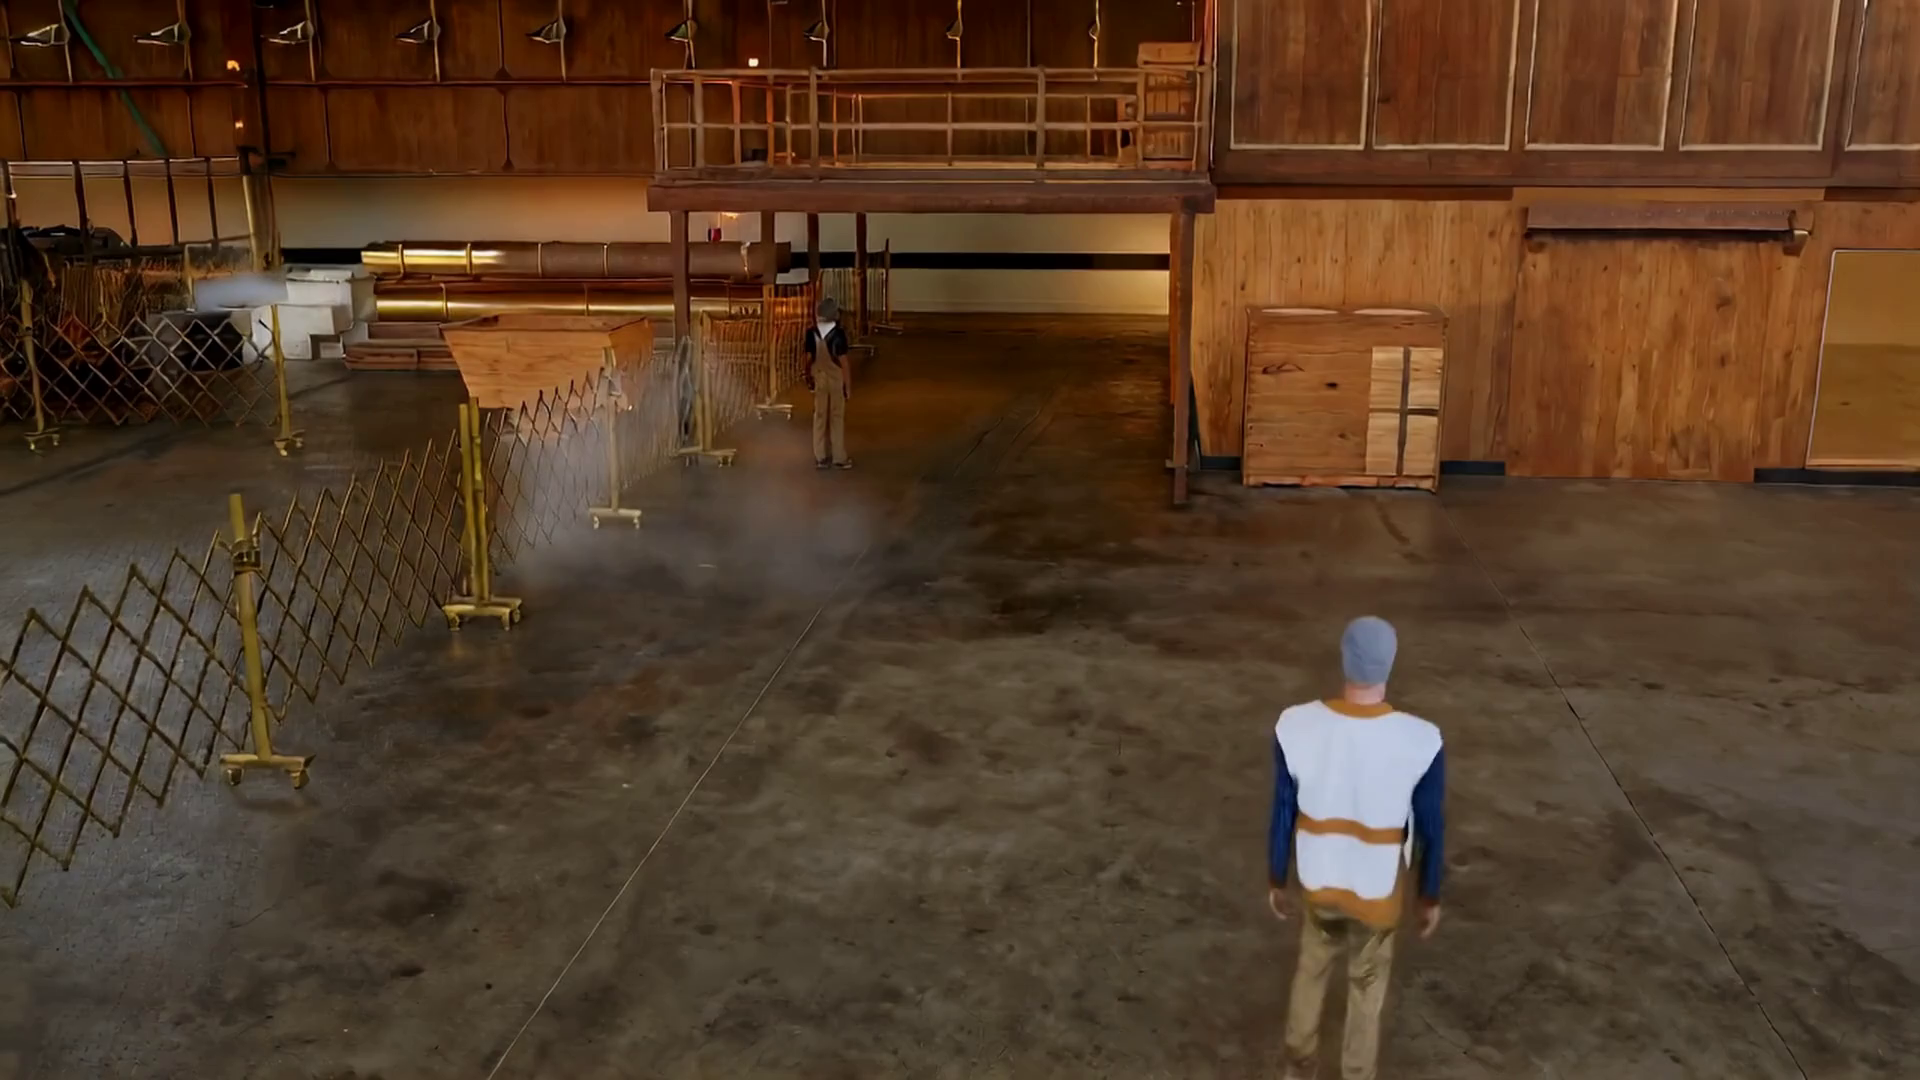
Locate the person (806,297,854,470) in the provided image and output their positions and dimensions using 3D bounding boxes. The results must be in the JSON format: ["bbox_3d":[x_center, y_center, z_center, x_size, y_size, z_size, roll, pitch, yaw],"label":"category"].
[{"bbox_3d":[-1.394,-1.675,17.793,0.514,1.843,0.327,7,15,25],"label":"person"}]

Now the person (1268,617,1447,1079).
[{"bbox_3d":[1.391,1.208,5.891,0.602,1.906,0.459,7,15,27],"label":"person"}]
